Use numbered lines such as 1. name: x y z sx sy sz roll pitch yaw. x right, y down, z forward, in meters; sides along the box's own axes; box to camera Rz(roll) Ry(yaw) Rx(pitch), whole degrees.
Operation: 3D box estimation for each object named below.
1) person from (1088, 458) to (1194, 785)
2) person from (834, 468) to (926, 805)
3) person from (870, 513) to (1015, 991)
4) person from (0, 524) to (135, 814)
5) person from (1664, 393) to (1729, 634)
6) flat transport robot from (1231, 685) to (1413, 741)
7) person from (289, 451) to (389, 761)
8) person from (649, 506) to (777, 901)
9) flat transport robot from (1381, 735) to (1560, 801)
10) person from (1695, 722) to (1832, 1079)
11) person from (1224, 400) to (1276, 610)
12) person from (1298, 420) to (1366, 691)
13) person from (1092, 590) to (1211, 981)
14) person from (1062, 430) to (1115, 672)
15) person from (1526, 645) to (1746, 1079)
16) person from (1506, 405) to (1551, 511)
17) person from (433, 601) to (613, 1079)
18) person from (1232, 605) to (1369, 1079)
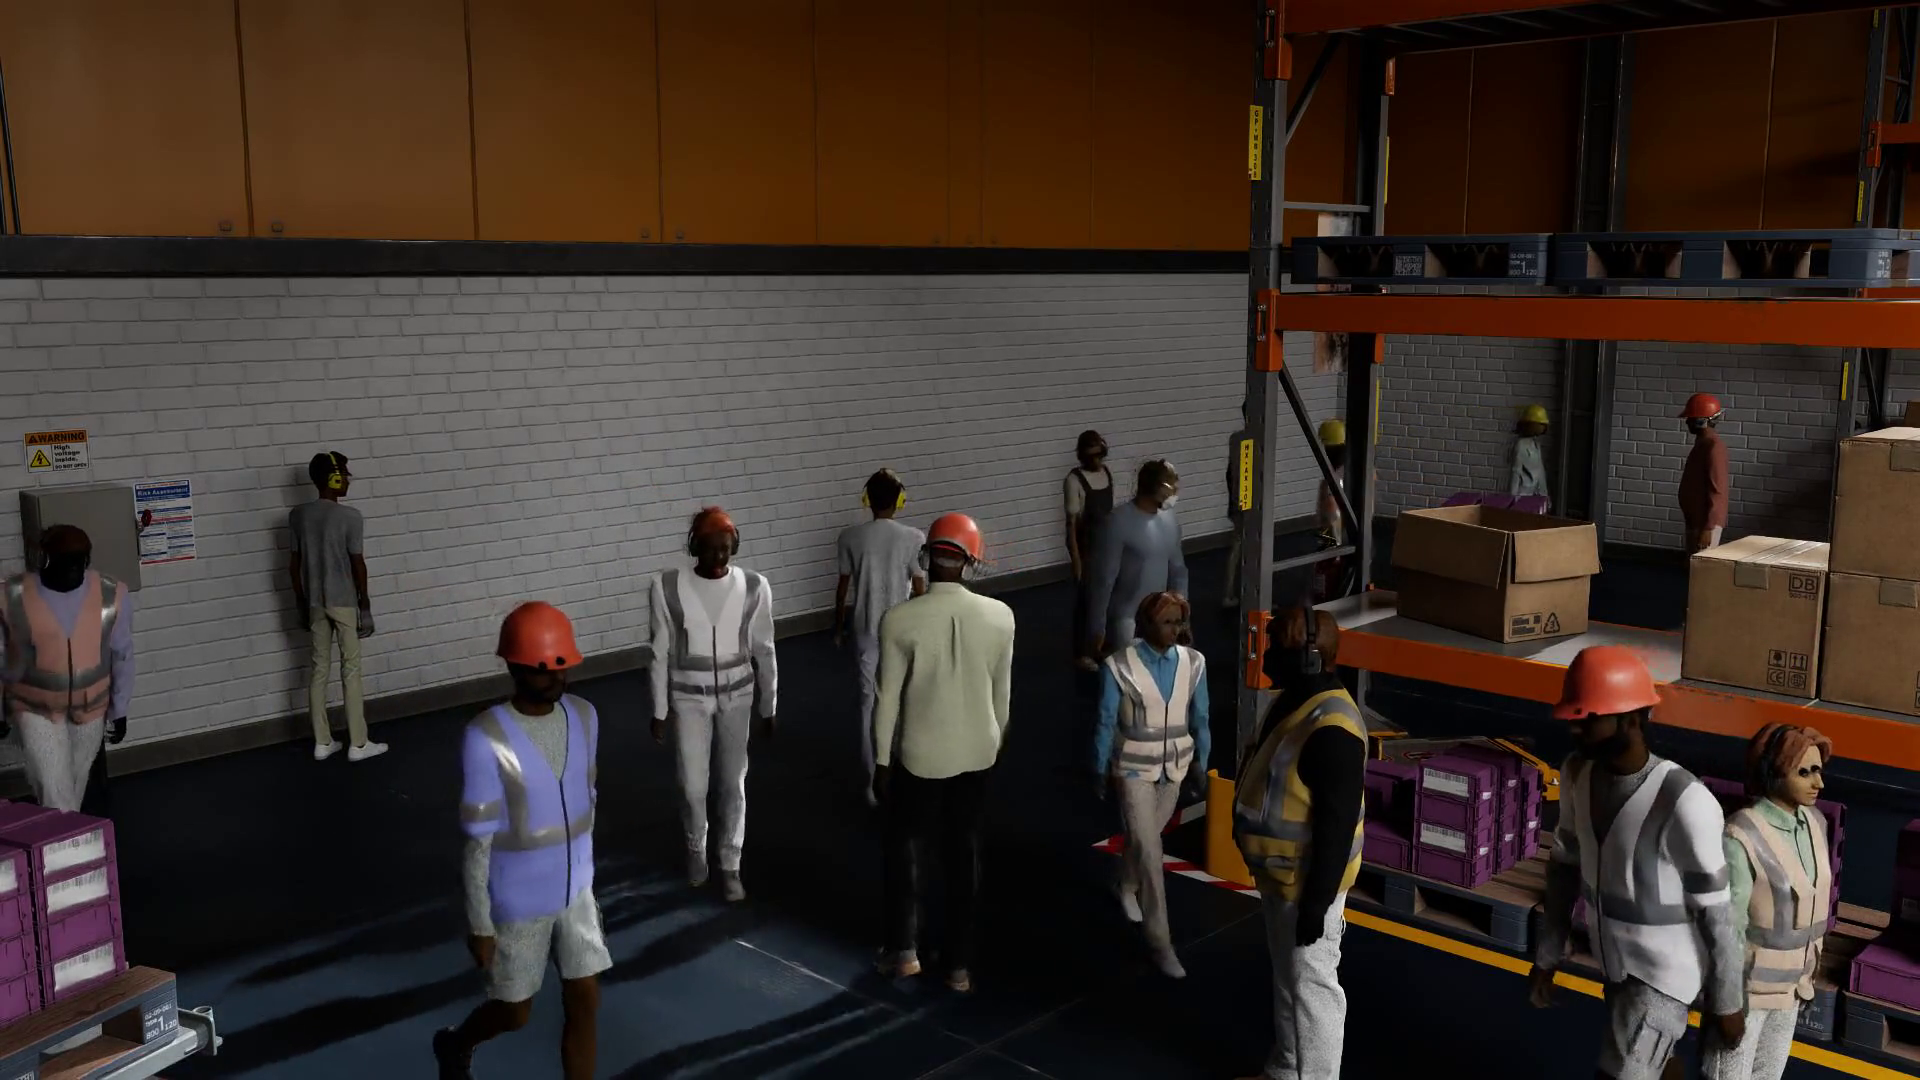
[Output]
1. person: 1.075 0.494 9.363 0.820 1.889 0.654 9 13 44
2. person: -0.445 0.515 9.415 0.537 1.827 0.882 0 9 -1
3. person: -0.084 0.868 6.869 0.628 1.957 0.544 -3 10 -19
4. person: -4.211 0.800 7.846 0.636 1.770 0.970 -8 12 -40
5. person: 5.766 -0.147 12.966 0.391 1.991 0.612 2 9 13
6. flat transport robot: 2.227 1.143 10.313 0.652 0.197 1.431 -2 9 -9
7. person: -3.762 0.401 9.993 0.513 1.866 0.331 2 10 13
8. person: -1.137 0.769 7.715 0.600 1.868 0.413 -3 10 -17
9. flat transport robot: 2.674 1.300 9.353 1.431 0.197 0.652 -2 9 -10
10. person: 2.377 1.337 4.936 0.514 1.642 0.314 -7 11 -36
11. person: 2.503 -0.315 14.376 0.321 1.870 0.532 -5 11 -29
12. person: 2.593 0.111 11.658 0.682 1.900 0.592 9 13 43
13. person: 0.828 0.991 7.229 0.517 1.590 0.888 -4 10 -21
14. person: 0.975 0.081 12.151 0.404 1.801 0.623 9 13 43
15. person: 1.890 1.233 4.824 0.963 1.877 0.552 -3 10 -16
16. person: 5.211 -0.362 15.129 0.702 1.719 0.507 6 11 32
17. person: -1.447 1.119 5.477 0.810 1.913 0.551 7 12 36
18. person: 1.132 1.126 5.618 0.429 1.845 0.621 0 9 -2
